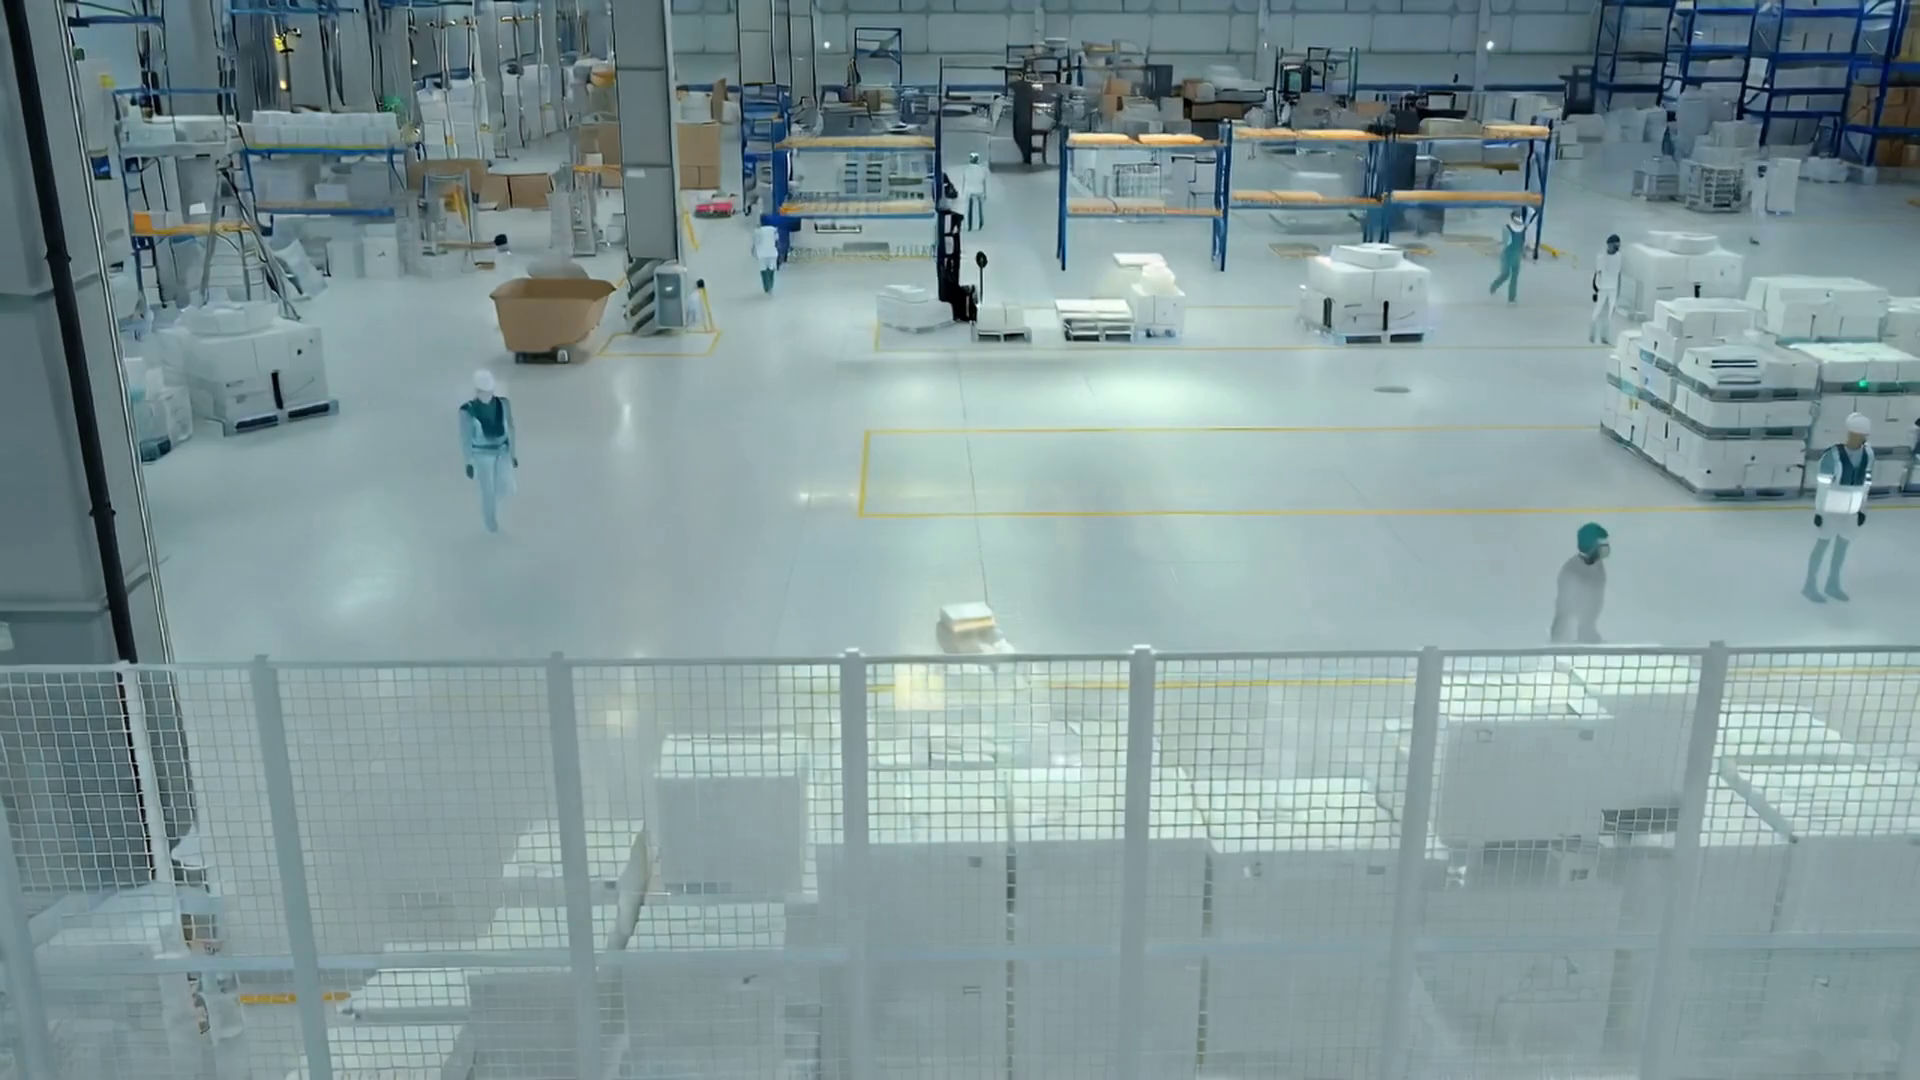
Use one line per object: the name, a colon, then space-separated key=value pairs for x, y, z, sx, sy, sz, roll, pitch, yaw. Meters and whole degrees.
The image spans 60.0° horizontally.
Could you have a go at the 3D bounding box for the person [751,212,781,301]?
person: x=-3.759 y=-5.473 z=31.958 sx=0.551 sy=1.663 sz=0.768 roll=-8 pitch=20 yaw=-22

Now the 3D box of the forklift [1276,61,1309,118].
forklift: x=13.228 y=-17.502 z=65.791 sx=1.129 sy=2.768 sz=1.873 roll=-1 pitch=19 yaw=-1

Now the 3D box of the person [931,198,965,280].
person: x=-0.186 y=-5.838 z=32.845 sx=0.657 sy=1.801 sz=0.936 roll=9 pitch=20 yaw=24

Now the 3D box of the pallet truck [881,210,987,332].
pallet truck: x=-0.493 y=-4.759 z=29.349 sx=1.885 sy=1.965 sz=0.823 roll=-13 pitch=23 yaw=-34

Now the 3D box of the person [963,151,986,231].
person: x=0.350 y=-8.507 z=40.592 sx=0.584 sy=1.918 sz=0.381 roll=-2 pitch=19 yaw=-5

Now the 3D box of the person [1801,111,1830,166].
person: x=28.194 y=-13.145 z=54.547 sx=0.952 sy=1.793 sz=0.613 roll=0 pitch=19 yaw=1

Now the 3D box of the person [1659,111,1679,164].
person: x=22.652 y=-12.706 z=53.066 sx=0.629 sy=1.903 sz=0.474 roll=-13 pitch=22 yaw=-33

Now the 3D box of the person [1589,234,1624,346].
person: x=10.829 y=-4.186 z=27.846 sx=0.513 sy=1.872 sz=0.328 roll=-2 pitch=19 yaw=-7

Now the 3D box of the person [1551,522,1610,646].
person: x=4.841 y=0.775 z=13.041 sx=0.470 sy=1.921 sz=0.636 roll=15 pitch=24 yaw=38

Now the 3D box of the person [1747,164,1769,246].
person: x=18.421 y=-7.715 z=38.333 sx=0.569 sy=1.856 sz=0.380 roll=-8 pitch=20 yaw=-22

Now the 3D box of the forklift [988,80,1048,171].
forklift: x=1.865 y=-13.266 z=53.226 sx=1.873 sy=2.768 sz=1.129 roll=0 pitch=19 yaw=-1

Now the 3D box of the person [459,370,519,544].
person: x=-5.099 y=-0.911 z=18.032 sx=0.631 sy=1.930 sz=0.461 roll=-15 pitch=24 yaw=-37

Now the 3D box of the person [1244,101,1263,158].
person: x=10.141 y=-14.182 z=57.464 sx=0.644 sy=1.905 sz=0.980 roll=2 pitch=19 yaw=6

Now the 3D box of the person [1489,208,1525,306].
person: x=10.357 y=-5.349 z=31.371 sx=0.526 sy=1.825 sz=0.615 roll=-9 pitch=20 yaw=-24

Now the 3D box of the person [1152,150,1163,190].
person: x=5.329 y=-9.998 z=45.472 sx=0.682 sy=1.615 sz=0.518 roll=0 pitch=19 yaw=-1

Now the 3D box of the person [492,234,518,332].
person: x=-7.887 y=-4.539 z=29.166 sx=0.492 sy=1.697 sz=0.855 roll=15 pitch=24 yaw=38

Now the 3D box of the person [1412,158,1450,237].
person: x=11.253 y=-8.122 z=39.532 sx=0.964 sy=1.870 sz=0.595 roll=-2 pitch=19 yaw=-5

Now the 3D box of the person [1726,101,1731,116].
person: x=28.154 y=-15.362 z=61.358 sx=0.307 sy=1.641 sz=0.513 roll=-16 pitch=24 yaw=-39

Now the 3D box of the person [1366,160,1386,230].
person: x=10.174 y=-8.402 z=40.358 sx=0.668 sy=1.860 sz=0.591 roll=-2 pitch=19 yaw=-5

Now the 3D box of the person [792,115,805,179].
person: x=-5.022 y=-12.101 z=51.222 sx=0.359 sy=1.938 sz=0.547 roll=-12 pitch=22 yaw=-31

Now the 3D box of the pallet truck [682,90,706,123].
pallet truck: x=-9.671 y=-15.907 z=62.421 sx=0.823 sy=1.965 sz=1.885 roll=5 pitch=19 yaw=15

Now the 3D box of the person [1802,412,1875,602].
person: x=8.646 y=-0.318 z=16.291 sx=0.541 sy=1.929 sz=0.385 roll=-2 pitch=19 yaw=-7

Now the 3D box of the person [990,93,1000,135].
person: x=1.296 y=-15.423 z=61.093 sx=0.365 sy=1.932 sz=0.634 roll=1 pitch=19 yaw=4

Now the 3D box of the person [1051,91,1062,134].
person: x=3.617 y=-15.765 z=62.124 sx=0.495 sy=1.924 sz=0.557 roll=-8 pitch=20 yaw=-21

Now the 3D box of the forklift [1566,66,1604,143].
forklift: x=23.327 y=-16.364 z=62.415 sx=1.129 sy=2.768 sz=1.873 roll=-3 pitch=19 yaw=-7

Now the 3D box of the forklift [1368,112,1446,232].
forklift: x=10.837 y=-8.975 z=40.496 sx=1.873 sy=2.768 sz=1.129 roll=-1 pitch=19 yaw=-2

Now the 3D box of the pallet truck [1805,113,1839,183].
pallet truck: x=26.403 y=-11.957 z=50.702 sx=0.823 sy=1.965 sz=1.885 roll=6 pitch=19 yaw=16

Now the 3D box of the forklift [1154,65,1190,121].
forklift: x=7.665 y=-16.455 z=62.686 sx=1.873 sy=2.768 sz=1.129 roll=11 pitch=22 yaw=30
